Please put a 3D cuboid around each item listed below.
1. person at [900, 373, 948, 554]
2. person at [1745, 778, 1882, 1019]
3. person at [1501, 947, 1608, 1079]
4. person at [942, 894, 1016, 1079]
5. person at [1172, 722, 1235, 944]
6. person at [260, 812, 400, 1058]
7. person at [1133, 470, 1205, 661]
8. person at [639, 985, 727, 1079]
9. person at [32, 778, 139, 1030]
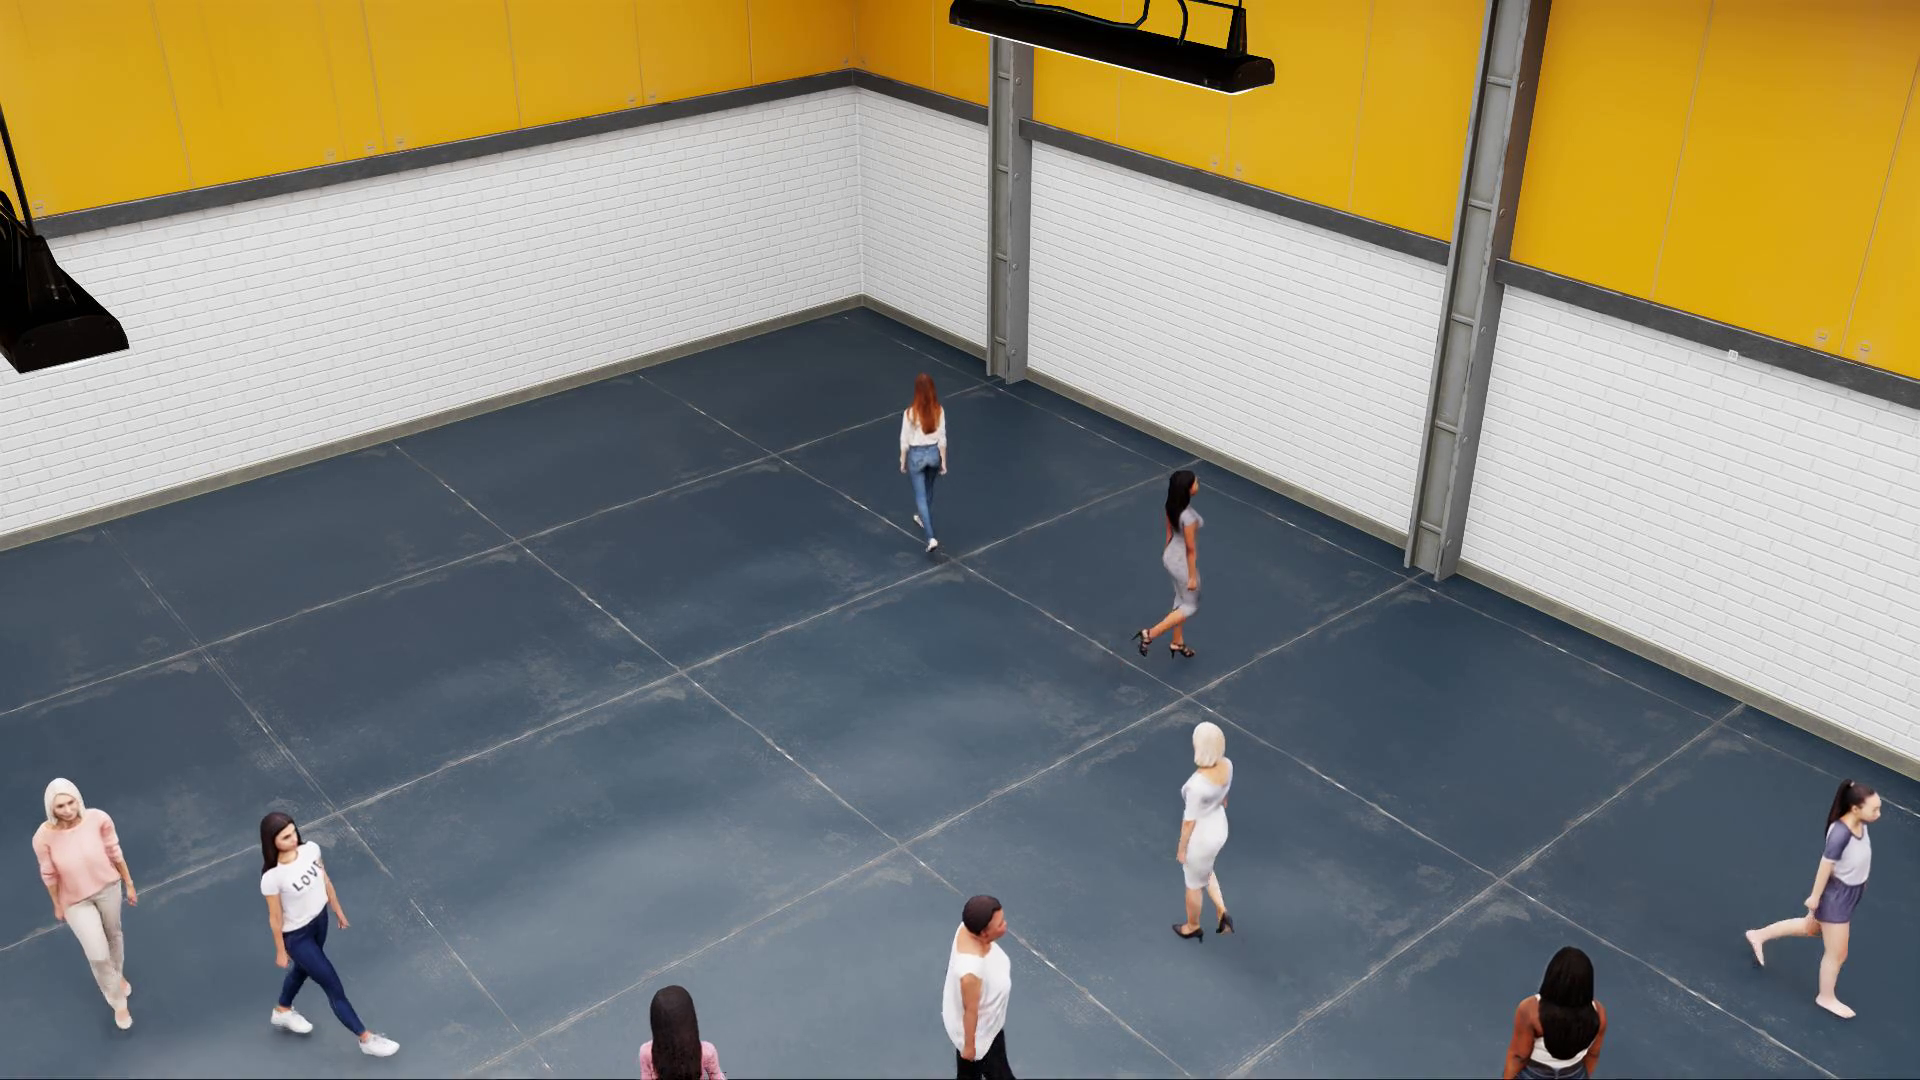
[{"bbox_3d":[-0.313,-0.701,15.579,0.865,1.695,1.200,-10,30,-17],"label":"person"},{"bbox_3d":[5.366,2.176,10.381,0.630,1.621,0.995,-25,37,-38],"label":"person"},{"bbox_3d":[3.133,2.895,8.867,0.746,1.810,0.800,1,29,2],"label":"person"},{"bbox_3d":[0.041,2.690,9.385,0.855,1.672,0.784,-1,29,-1],"label":"person"},{"bbox_3d":[1.634,1.937,10.694,0.698,1.742,0.614,24,37,37],"label":"person"},{"bbox_3d":[-3.981,2.350,9.949,1.203,1.730,1.034,8,30,14],"label":"person"},{"bbox_3d":[1.746,0.263,13.737,0.844,1.767,0.860,-9,30,-16],"label":"person"},{"bbox_3d":[-1.443,3.081,8.611,0.829,1.727,0.894,0,29,0],"label":"person"},{"bbox_3d":[-5.425,2.150,10.336,0.622,1.710,0.813,-24,37,-37],"label":"person"}]
